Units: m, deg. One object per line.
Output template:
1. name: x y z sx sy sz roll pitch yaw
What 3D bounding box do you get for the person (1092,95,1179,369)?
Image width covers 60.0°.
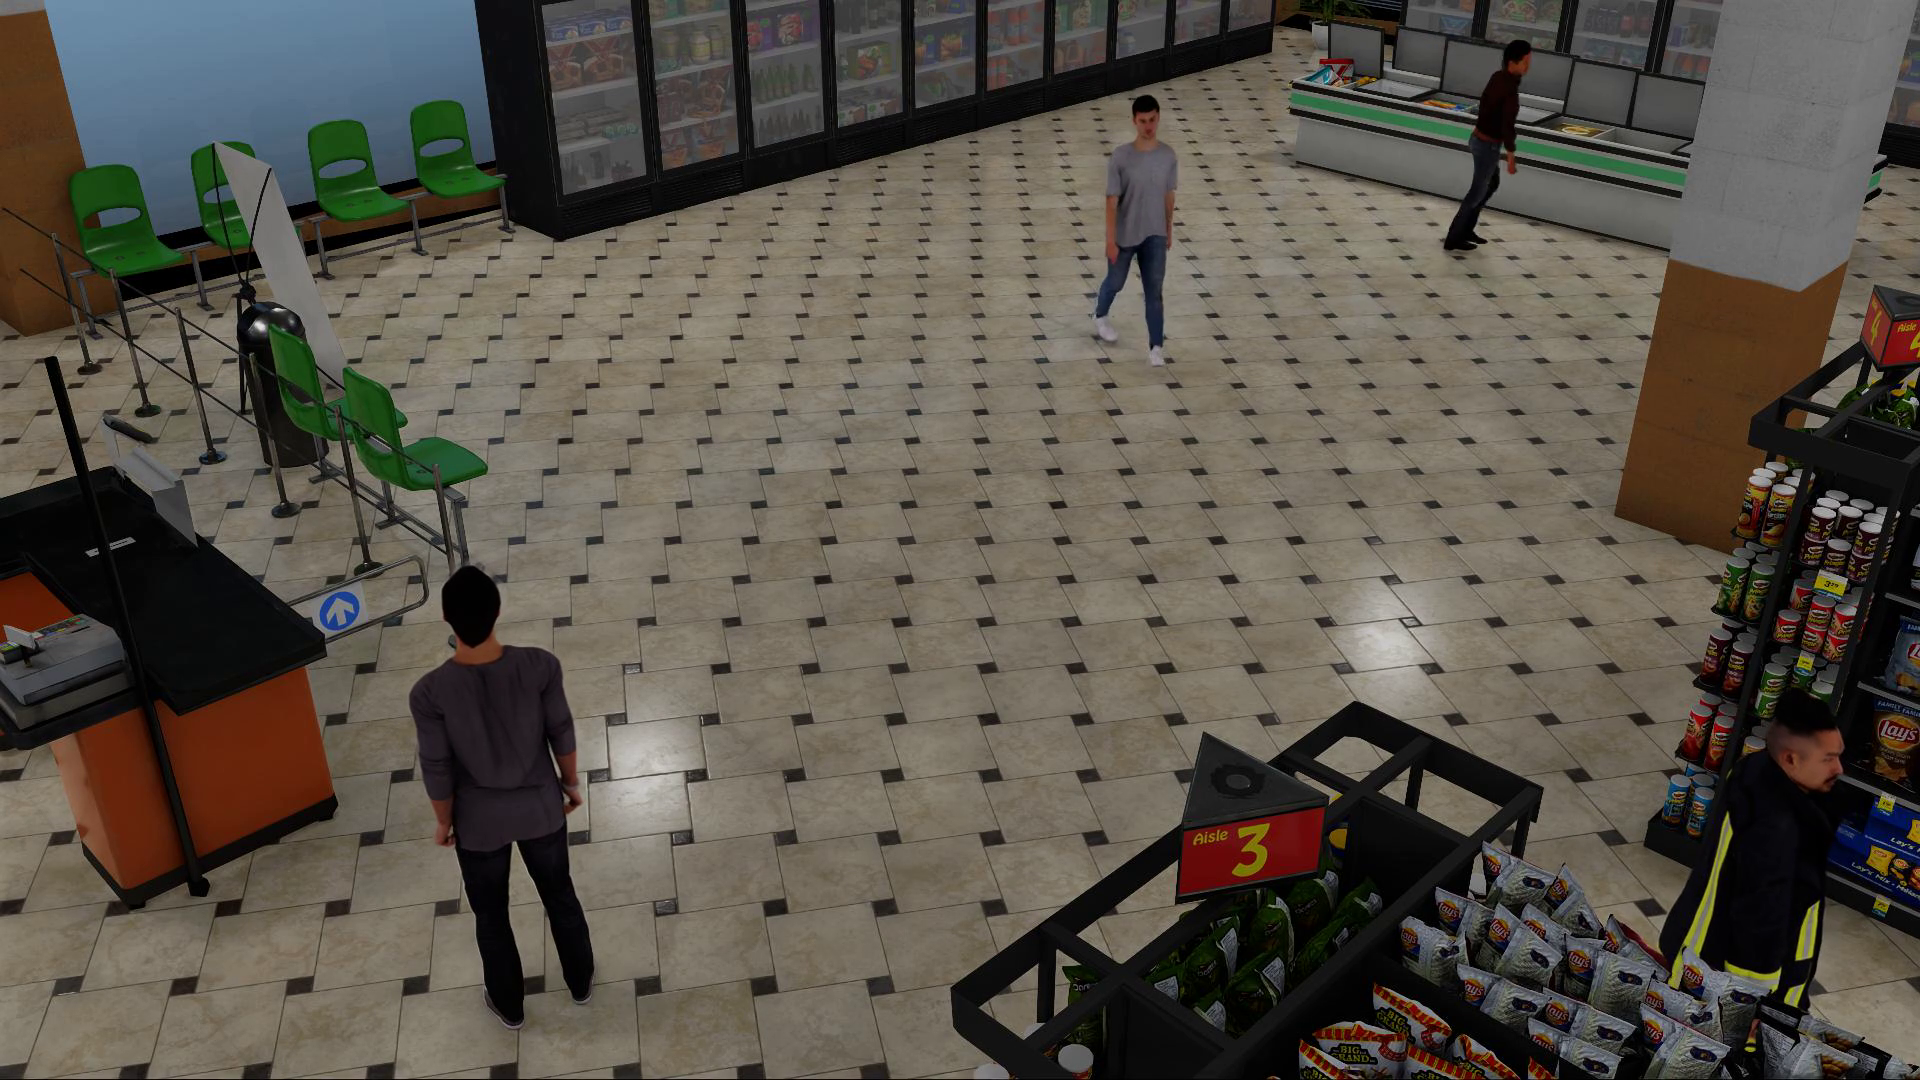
1. person: 1.180 -2.109 11.459 1.113 1.768 1.335 -10 30 -17

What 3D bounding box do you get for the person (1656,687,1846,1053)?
1. person: 2.424 1.257 5.192 0.855 1.866 0.858 10 30 18

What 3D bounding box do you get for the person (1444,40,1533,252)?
1. person: 4.184 -3.146 13.393 0.871 1.735 0.822 -3 29 -6

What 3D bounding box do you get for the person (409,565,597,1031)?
1. person: -1.585 0.921 5.820 0.738 1.854 0.668 -13 31 -22
